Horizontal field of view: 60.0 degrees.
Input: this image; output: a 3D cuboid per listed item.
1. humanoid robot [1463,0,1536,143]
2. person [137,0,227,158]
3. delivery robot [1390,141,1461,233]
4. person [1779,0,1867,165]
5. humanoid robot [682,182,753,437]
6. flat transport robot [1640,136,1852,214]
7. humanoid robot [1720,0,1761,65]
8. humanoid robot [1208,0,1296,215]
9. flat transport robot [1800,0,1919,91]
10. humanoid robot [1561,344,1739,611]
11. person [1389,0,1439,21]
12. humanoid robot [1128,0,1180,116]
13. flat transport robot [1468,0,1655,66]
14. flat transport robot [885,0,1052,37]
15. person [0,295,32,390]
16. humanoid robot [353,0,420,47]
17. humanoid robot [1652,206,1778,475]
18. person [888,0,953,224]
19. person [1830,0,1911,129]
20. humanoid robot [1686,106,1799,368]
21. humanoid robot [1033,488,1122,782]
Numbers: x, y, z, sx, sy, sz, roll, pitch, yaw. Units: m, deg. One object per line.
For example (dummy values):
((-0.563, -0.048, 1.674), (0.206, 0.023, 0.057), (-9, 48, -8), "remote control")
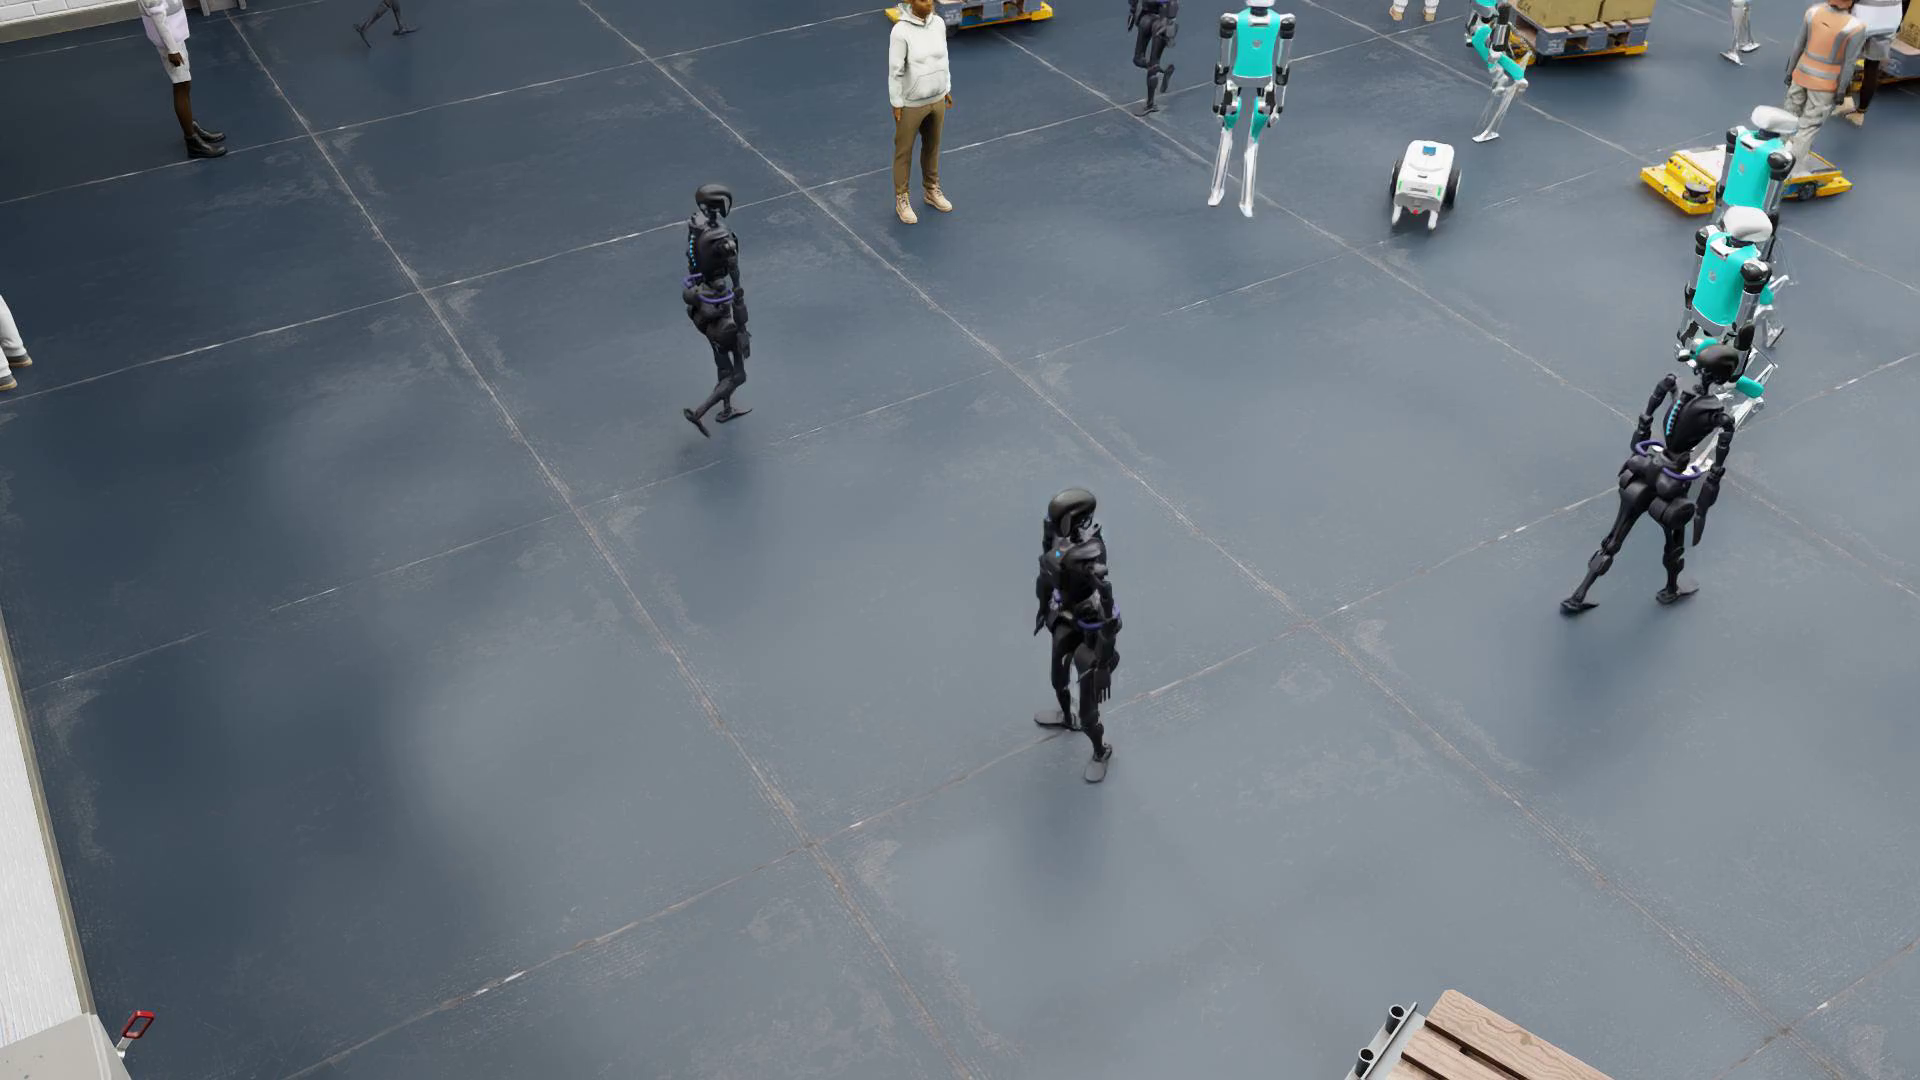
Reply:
((4.317, -3.998, 13.201), (0.690, 1.840, 0.530), (-9, 39, -11), "humanoid robot")
((-6.110, -3.932, 12.911), (0.360, 1.935, 0.552), (-13, 40, -16), "person")
((3.478, -2.708, 12.460), (0.499, 0.572, 0.747), (13, 40, 15), "delivery robot")
((6.445, -3.440, 12.537), (0.314, 1.627, 0.517), (-17, 41, -20), "person")
((-1.516, -1.360, 9.885), (0.531, 1.642, 0.614), (-25, 45, -28), "humanoid robot")
((6.081, -2.822, 12.852), (1.431, 0.231, 0.659), (-10, 39, -12), "flat transport robot")
((7.035, -5.080, 14.517), (0.889, 1.765, 0.586), (-1, 38, -1), "humanoid robot")
((2.098, -3.261, 12.213), (0.533, 1.777, 0.699), (2, 38, 2), "humanoid robot")
((8.195, -4.240, 14.642), (1.431, 0.231, 0.659), (-11, 40, -14), "flat transport robot")
((3.636, -0.305, 8.585), (0.785, 1.624, 0.610), (-16, 41, -19), "humanoid robot")
((4.299, -5.661, 15.179), (0.618, 1.836, 0.429), (4, 39, 5), "person")
((1.663, -4.321, 13.620), (0.544, 1.640, 0.605), (-24, 44, -27), "humanoid robot")
((5.402, -4.538, 15.018), (1.431, 0.231, 0.659), (-9, 39, -11), "flat transport robot")
((0.082, -4.983, 15.580), (1.431, 0.231, 0.659), (-15, 41, -18), "flat transport robot")
((-6.239, -1.797, 10.265), (0.344, 1.879, 0.575), (-4, 39, -5), "person")
((-5.266, -5.258, 14.808), (0.650, 1.641, 0.589), (-26, 45, -29), "humanoid robot")
((4.418, -1.129, 9.428), (0.735, 1.676, 0.533), (-10, 40, -13), "humanoid robot")
((-0.303, -3.206, 12.130), (0.523, 1.768, 0.372), (-24, 44, -28), "person")
((7.325, -4.152, 13.393), (0.608, 1.669, 0.391), (-3, 38, -4), "person")
((5.147, -1.893, 10.542), (0.851, 1.839, 0.557), (-10, 39, -12), "humanoid robot")
((0.552, 0.412, 7.645), (0.380, 1.637, 0.612), (-20, 43, -23), "humanoid robot")
